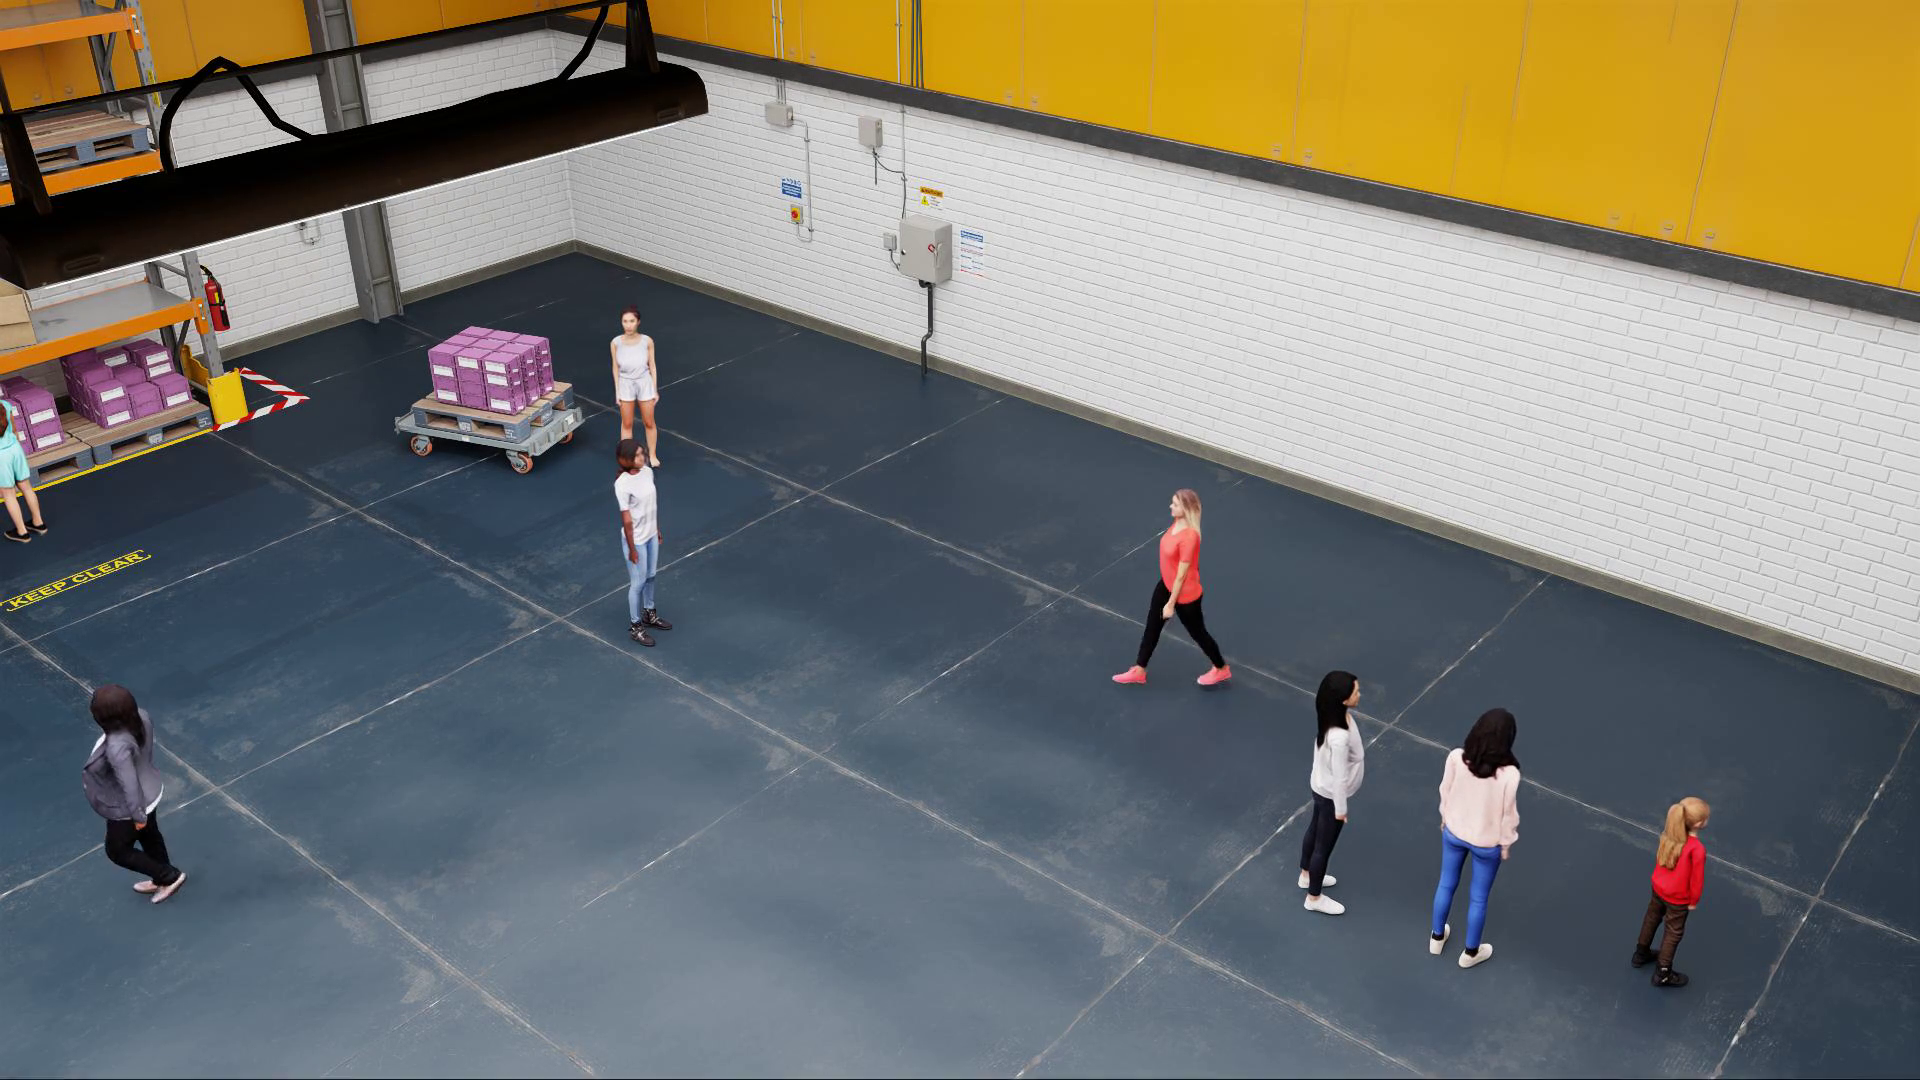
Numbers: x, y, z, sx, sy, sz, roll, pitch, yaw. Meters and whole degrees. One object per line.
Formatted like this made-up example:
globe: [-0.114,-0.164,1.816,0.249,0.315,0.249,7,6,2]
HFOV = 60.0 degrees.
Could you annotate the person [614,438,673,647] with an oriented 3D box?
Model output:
person: [-2.519,-0.007,13.096,0.707,1.719,0.569,11,30,19]

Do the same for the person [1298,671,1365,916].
person: [2.288,1.536,10.289,0.769,1.700,0.689,1,29,2]

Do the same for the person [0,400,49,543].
person: [-8.381,-0.739,14.606,0.653,1.559,0.539,13,31,23]

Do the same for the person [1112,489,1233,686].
person: [1.740,0.412,12.402,1.183,1.648,1.087,-4,29,-7]

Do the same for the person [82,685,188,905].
person: [-5.056,1.590,10.310,0.870,1.585,0.819,-5,29,-9]

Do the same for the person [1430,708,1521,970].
person: [3.028,1.757,9.814,0.643,1.766,0.535,23,36,36]

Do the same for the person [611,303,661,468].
person: [-3.093,-1.460,15.884,0.665,1.601,0.730,-3,29,-6]

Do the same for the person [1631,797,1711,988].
person: [4.200,2.050,9.783,0.624,1.282,0.581,-9,30,-16]
